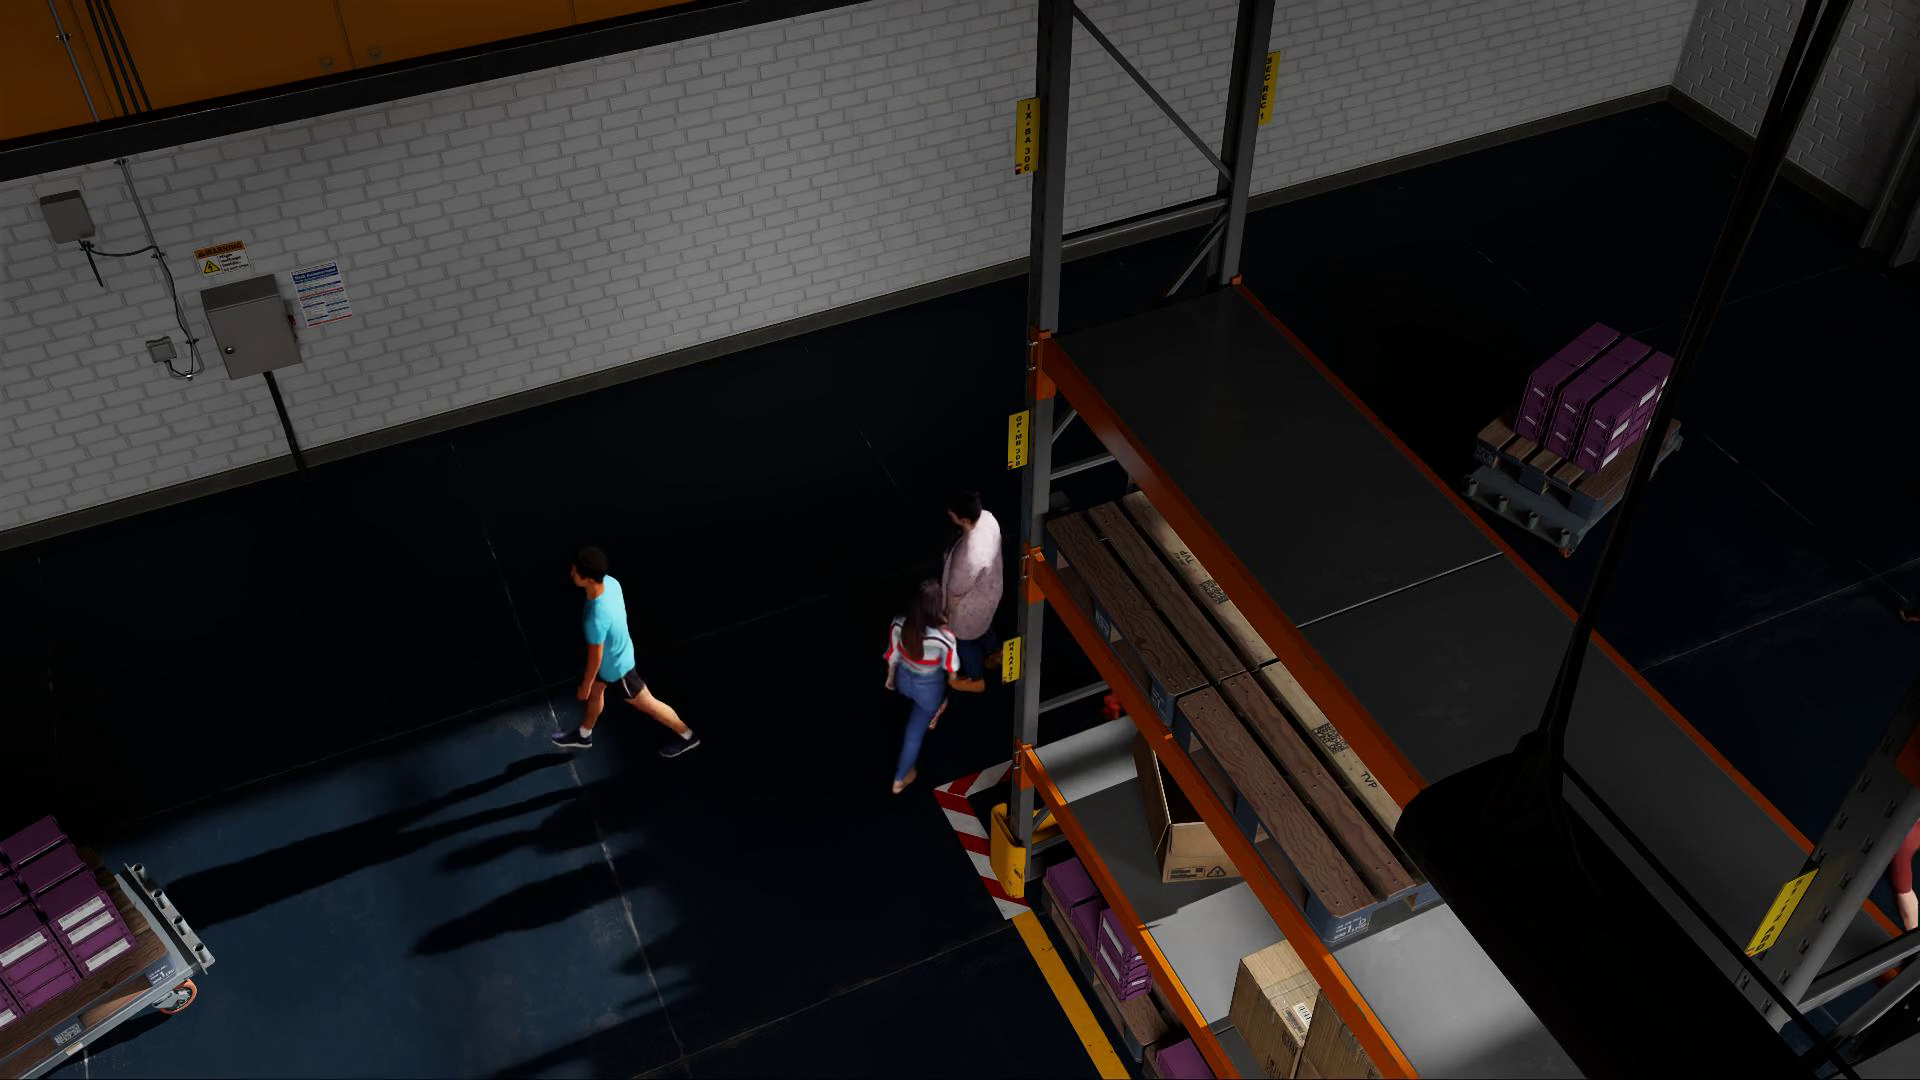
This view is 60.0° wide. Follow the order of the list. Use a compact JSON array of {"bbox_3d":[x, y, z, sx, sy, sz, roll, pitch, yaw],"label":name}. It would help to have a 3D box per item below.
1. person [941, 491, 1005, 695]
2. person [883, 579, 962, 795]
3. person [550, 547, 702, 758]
[{"bbox_3d":[0.155,0.344,10.586,0.945,1.733,0.884,12,45,13],"label":"person"},{"bbox_3d":[-0.287,0.936,10.082,1.026,1.572,0.992,21,48,21],"label":"person"},{"bbox_3d":[-2.016,0.752,10.164,0.931,1.725,1.189,-6,44,-6],"label":"person"}]
